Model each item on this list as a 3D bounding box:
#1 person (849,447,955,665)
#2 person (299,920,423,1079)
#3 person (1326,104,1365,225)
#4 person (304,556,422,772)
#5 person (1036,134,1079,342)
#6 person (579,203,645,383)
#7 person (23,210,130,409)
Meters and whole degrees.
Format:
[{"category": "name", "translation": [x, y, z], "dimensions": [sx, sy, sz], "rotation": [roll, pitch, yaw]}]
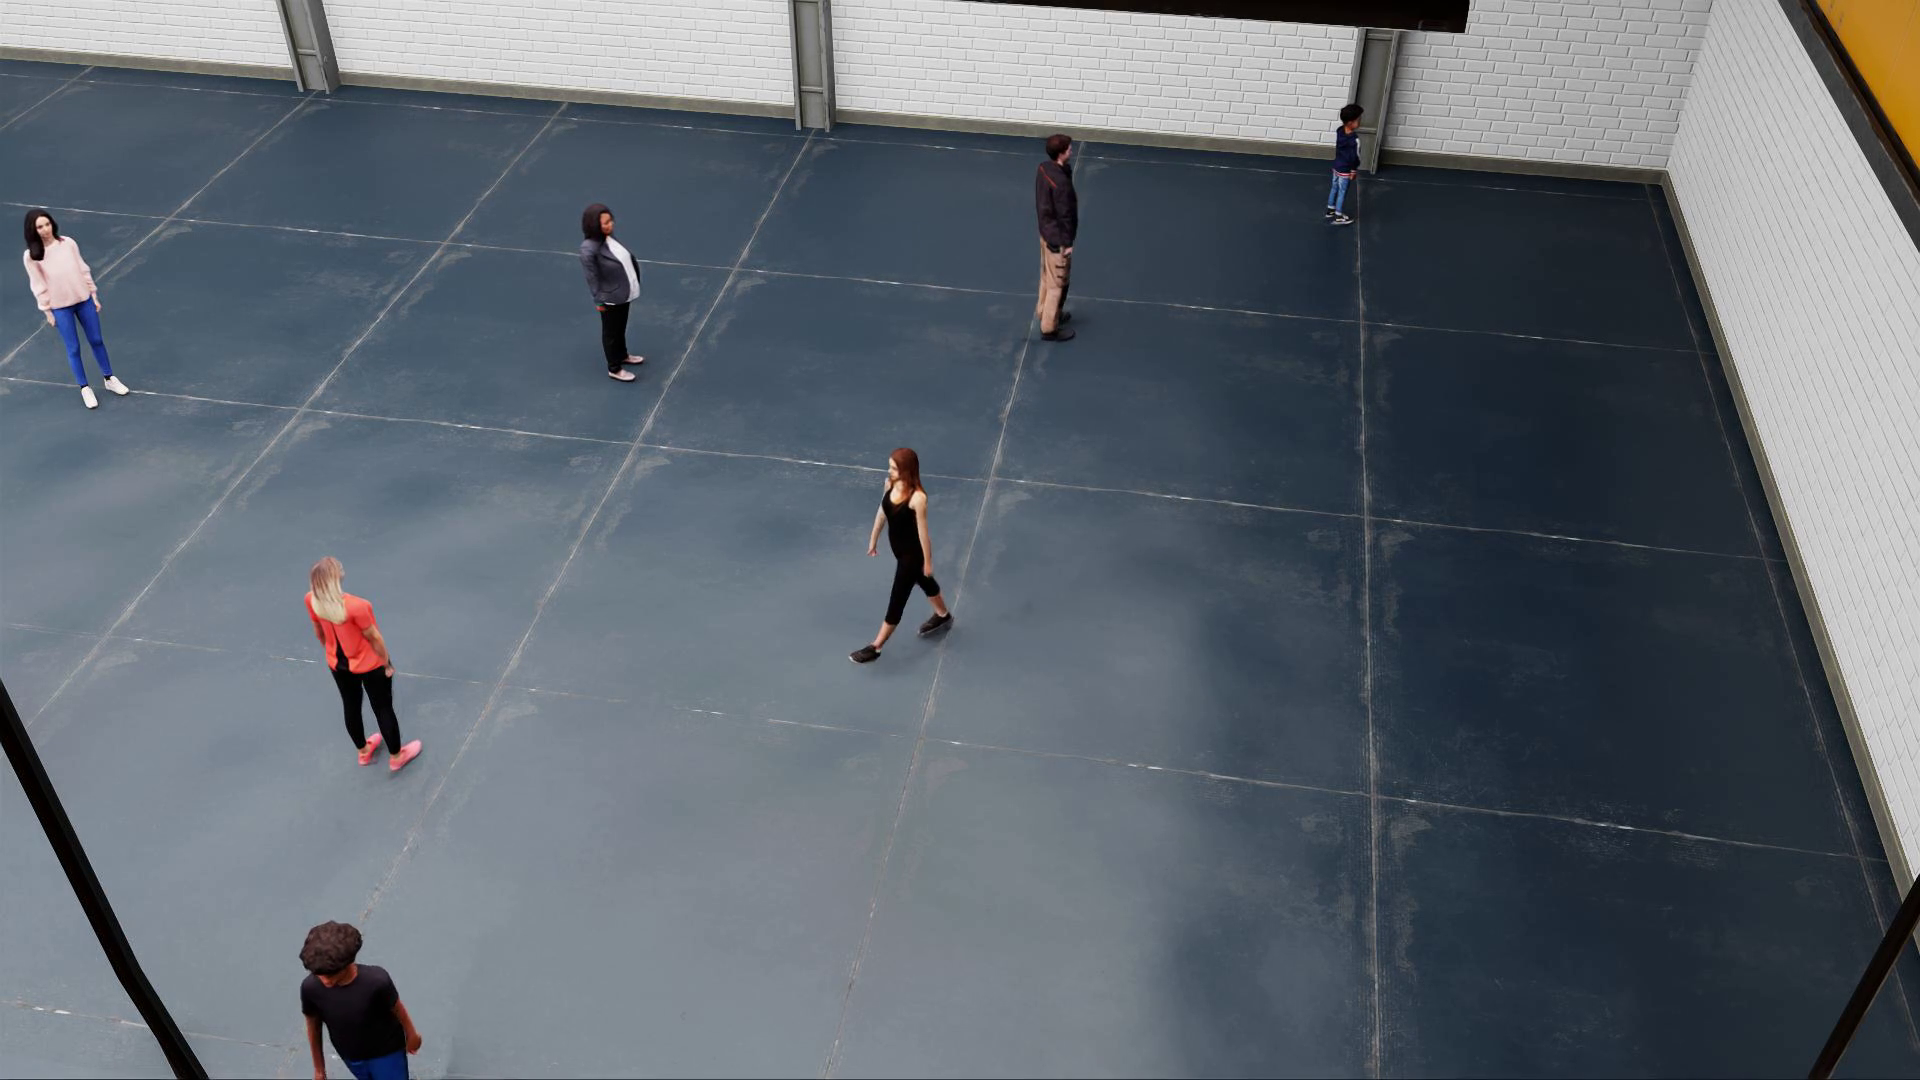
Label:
[{"category": "person", "translation": [-0.283, 0.057, 11.477], "dimensions": [1.166, 1.681, 1.088], "rotation": [-22, 44, -25]}, {"category": "person", "translation": [-2.957, 2.456, 8.397], "dimensions": [0.734, 1.777, 0.725], "rotation": [2, 39, 3]}, {"category": "person", "translation": [3.845, -3.769, 16.634], "dimensions": [0.608, 1.224, 0.588], "rotation": [-12, 40, -14]}, {"category": "person", "translation": [-3.837, 0.782, 10.560], "dimensions": [0.484, 1.694, 0.666], "rotation": [10, 40, 12]}, {"category": "person", "translation": [0.840, -2.685, 14.715], "dimensions": [0.811, 1.926, 0.810], "rotation": [-12, 40, -15]}, {"category": "person", "translation": [-3.003, -2.145, 14.297], "dimensions": [0.647, 1.602, 0.658], "rotation": [5, 39, 6]}, {"category": "person", "translation": [-7.454, -1.962, 13.934], "dimensions": [0.734, 1.770, 0.725], "rotation": [30, 47, 32]}]
